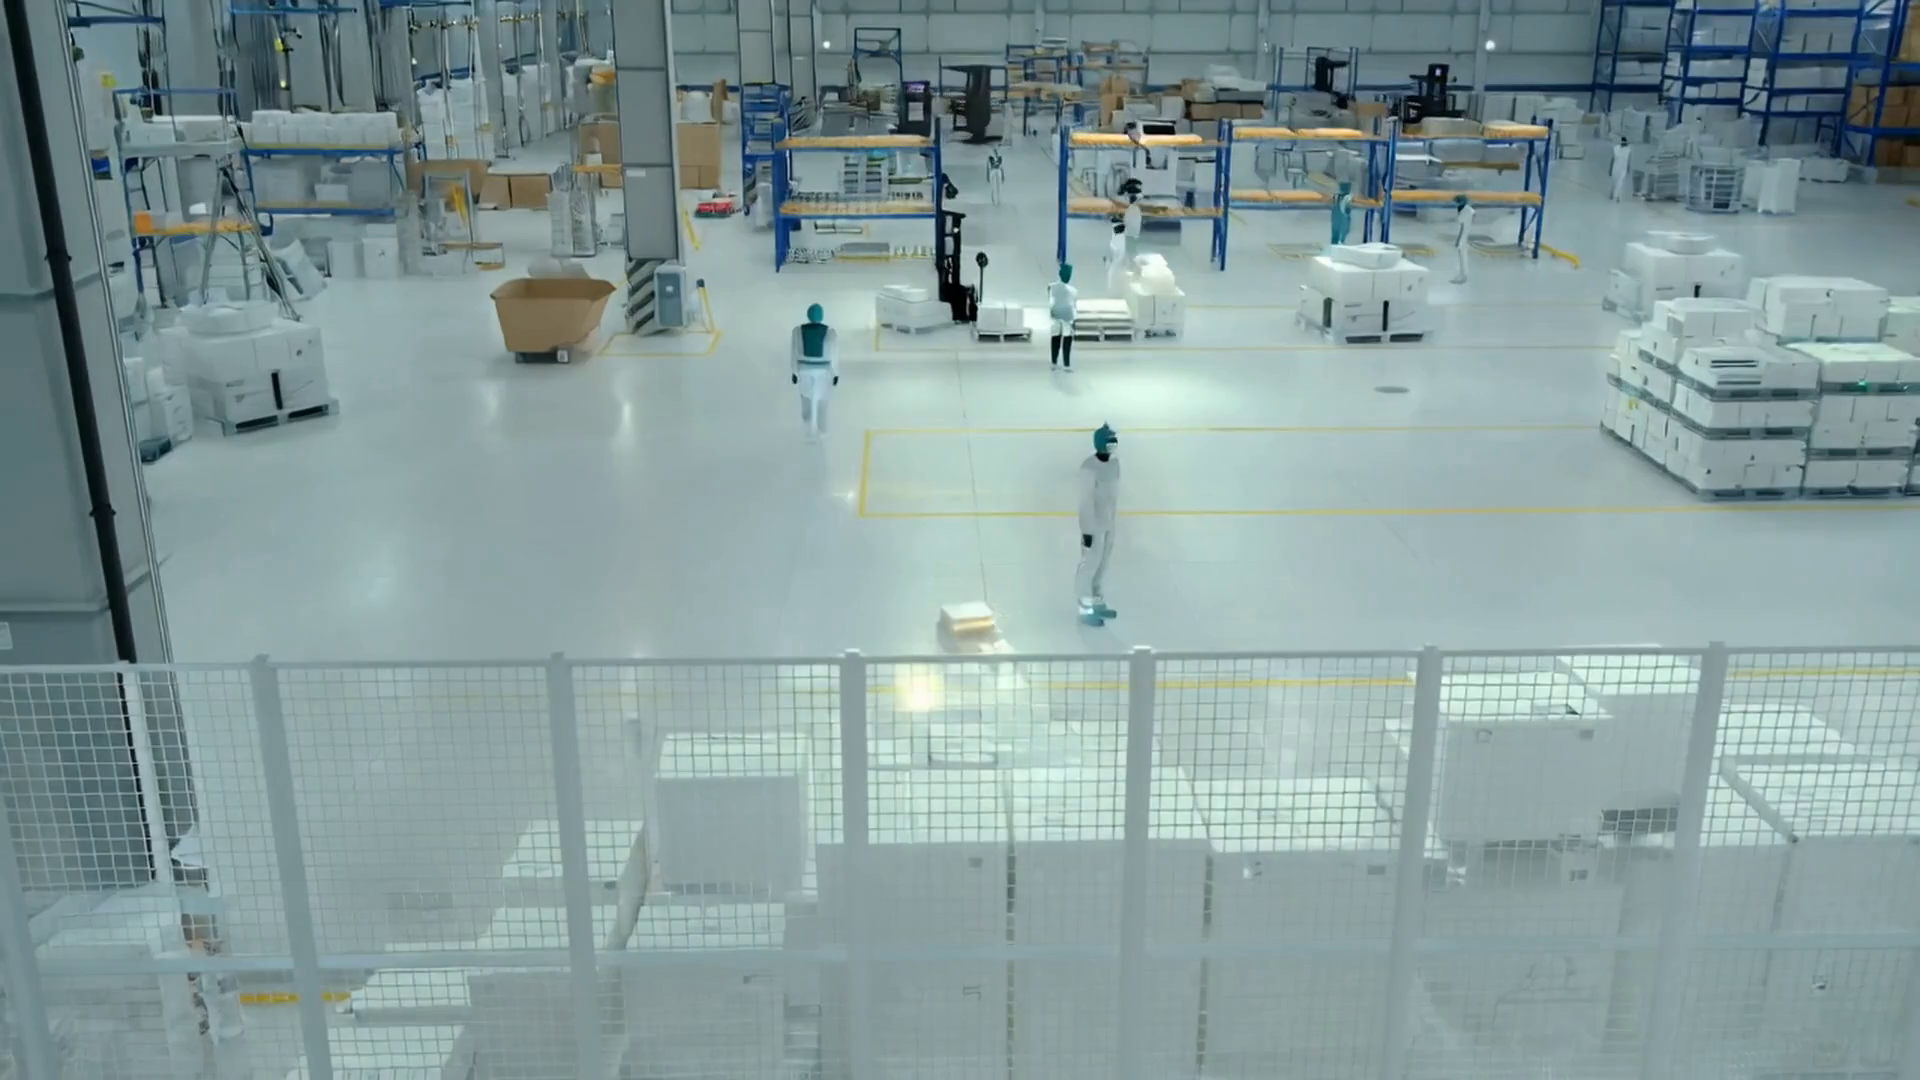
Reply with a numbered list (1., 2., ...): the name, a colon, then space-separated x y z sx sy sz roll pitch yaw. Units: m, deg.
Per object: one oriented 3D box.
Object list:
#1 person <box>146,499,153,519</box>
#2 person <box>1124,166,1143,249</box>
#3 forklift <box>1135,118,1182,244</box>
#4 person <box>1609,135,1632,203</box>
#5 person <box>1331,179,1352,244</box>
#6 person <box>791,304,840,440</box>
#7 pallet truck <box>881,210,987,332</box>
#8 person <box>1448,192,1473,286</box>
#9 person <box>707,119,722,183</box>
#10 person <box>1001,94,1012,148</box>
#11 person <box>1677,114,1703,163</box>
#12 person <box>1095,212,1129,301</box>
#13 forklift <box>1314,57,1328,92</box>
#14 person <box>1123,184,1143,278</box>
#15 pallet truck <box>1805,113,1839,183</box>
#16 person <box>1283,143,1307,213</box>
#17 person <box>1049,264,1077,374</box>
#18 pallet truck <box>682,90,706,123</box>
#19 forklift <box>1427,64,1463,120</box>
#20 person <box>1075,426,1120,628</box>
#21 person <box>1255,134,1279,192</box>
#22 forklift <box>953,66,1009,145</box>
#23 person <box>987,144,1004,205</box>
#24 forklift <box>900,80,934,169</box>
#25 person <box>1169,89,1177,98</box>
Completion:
1. person: -8.665 -0.610 17.137 0.645 1.930 0.500 10 21 27
2. person: 3.873 -7.506 37.655 0.651 1.898 0.605 -10 21 -28
3. forklift: 4.567 -8.402 38.797 1.129 2.768 1.873 -1 19 -1
4. person: 18.141 -10.205 45.728 0.557 1.852 0.409 6 19 17
5. person: 8.188 -6.807 35.660 0.345 1.846 0.508 -17 25 -40
6. person: -1.916 -2.227 22.101 0.655 1.827 0.457 0 19 0
7. pallet truck: -0.493 -4.759 29.349 1.885 1.965 0.823 -13 23 -34
8. person: 10.059 -6.034 33.341 0.332 1.865 0.520 14 23 36
9. person: -7.490 -11.616 49.801 0.629 1.925 0.558 -10 21 -28
10. person: 1.695 -15.352 60.889 0.378 1.929 0.634 7 20 20
11. person: 24.637 -13.484 55.852 0.870 1.592 0.525 13 23 34
12. person: 2.893 -5.365 31.597 0.813 1.710 0.489 -4 19 -12
13. forklift: 14.838 -18.461 68.638 1.873 2.768 1.129 0 19 -1
14. person: 3.508 -6.341 34.162 0.420 1.916 0.605 -1 19 -2
15. pallet truck: 26.403 -11.957 50.702 0.823 1.965 1.885 6 19 16
16. person: 8.784 -9.508 43.649 0.595 1.863 0.595 2 19 6
17. person: 1.605 -3.451 25.929 0.322 1.698 0.533 -16 25 -40
18. pallet truck: -9.671 -15.907 62.421 0.823 1.965 1.885 5 19 15
19. forklift: 18.201 -16.727 63.493 1.873 2.768 1.129 -6 20 -17
20. person: 1.315 -0.146 15.755 0.362 1.938 0.631 12 22 31
21. person: 8.376 -10.162 45.508 0.627 1.918 0.539 3 19 9
22. forklift: 0.809 -16.239 62.045 1.873 2.768 1.129 -10 21 -26
23. person: 0.968 -9.985 45.407 0.523 1.638 0.310 -11 21 -29
24. forklift: -1.439 -13.389 53.591 1.129 2.768 1.873 -2 19 -6
25. person: 8.074 -16.275 63.640 0.557 1.915 0.558 -5 19 -15
